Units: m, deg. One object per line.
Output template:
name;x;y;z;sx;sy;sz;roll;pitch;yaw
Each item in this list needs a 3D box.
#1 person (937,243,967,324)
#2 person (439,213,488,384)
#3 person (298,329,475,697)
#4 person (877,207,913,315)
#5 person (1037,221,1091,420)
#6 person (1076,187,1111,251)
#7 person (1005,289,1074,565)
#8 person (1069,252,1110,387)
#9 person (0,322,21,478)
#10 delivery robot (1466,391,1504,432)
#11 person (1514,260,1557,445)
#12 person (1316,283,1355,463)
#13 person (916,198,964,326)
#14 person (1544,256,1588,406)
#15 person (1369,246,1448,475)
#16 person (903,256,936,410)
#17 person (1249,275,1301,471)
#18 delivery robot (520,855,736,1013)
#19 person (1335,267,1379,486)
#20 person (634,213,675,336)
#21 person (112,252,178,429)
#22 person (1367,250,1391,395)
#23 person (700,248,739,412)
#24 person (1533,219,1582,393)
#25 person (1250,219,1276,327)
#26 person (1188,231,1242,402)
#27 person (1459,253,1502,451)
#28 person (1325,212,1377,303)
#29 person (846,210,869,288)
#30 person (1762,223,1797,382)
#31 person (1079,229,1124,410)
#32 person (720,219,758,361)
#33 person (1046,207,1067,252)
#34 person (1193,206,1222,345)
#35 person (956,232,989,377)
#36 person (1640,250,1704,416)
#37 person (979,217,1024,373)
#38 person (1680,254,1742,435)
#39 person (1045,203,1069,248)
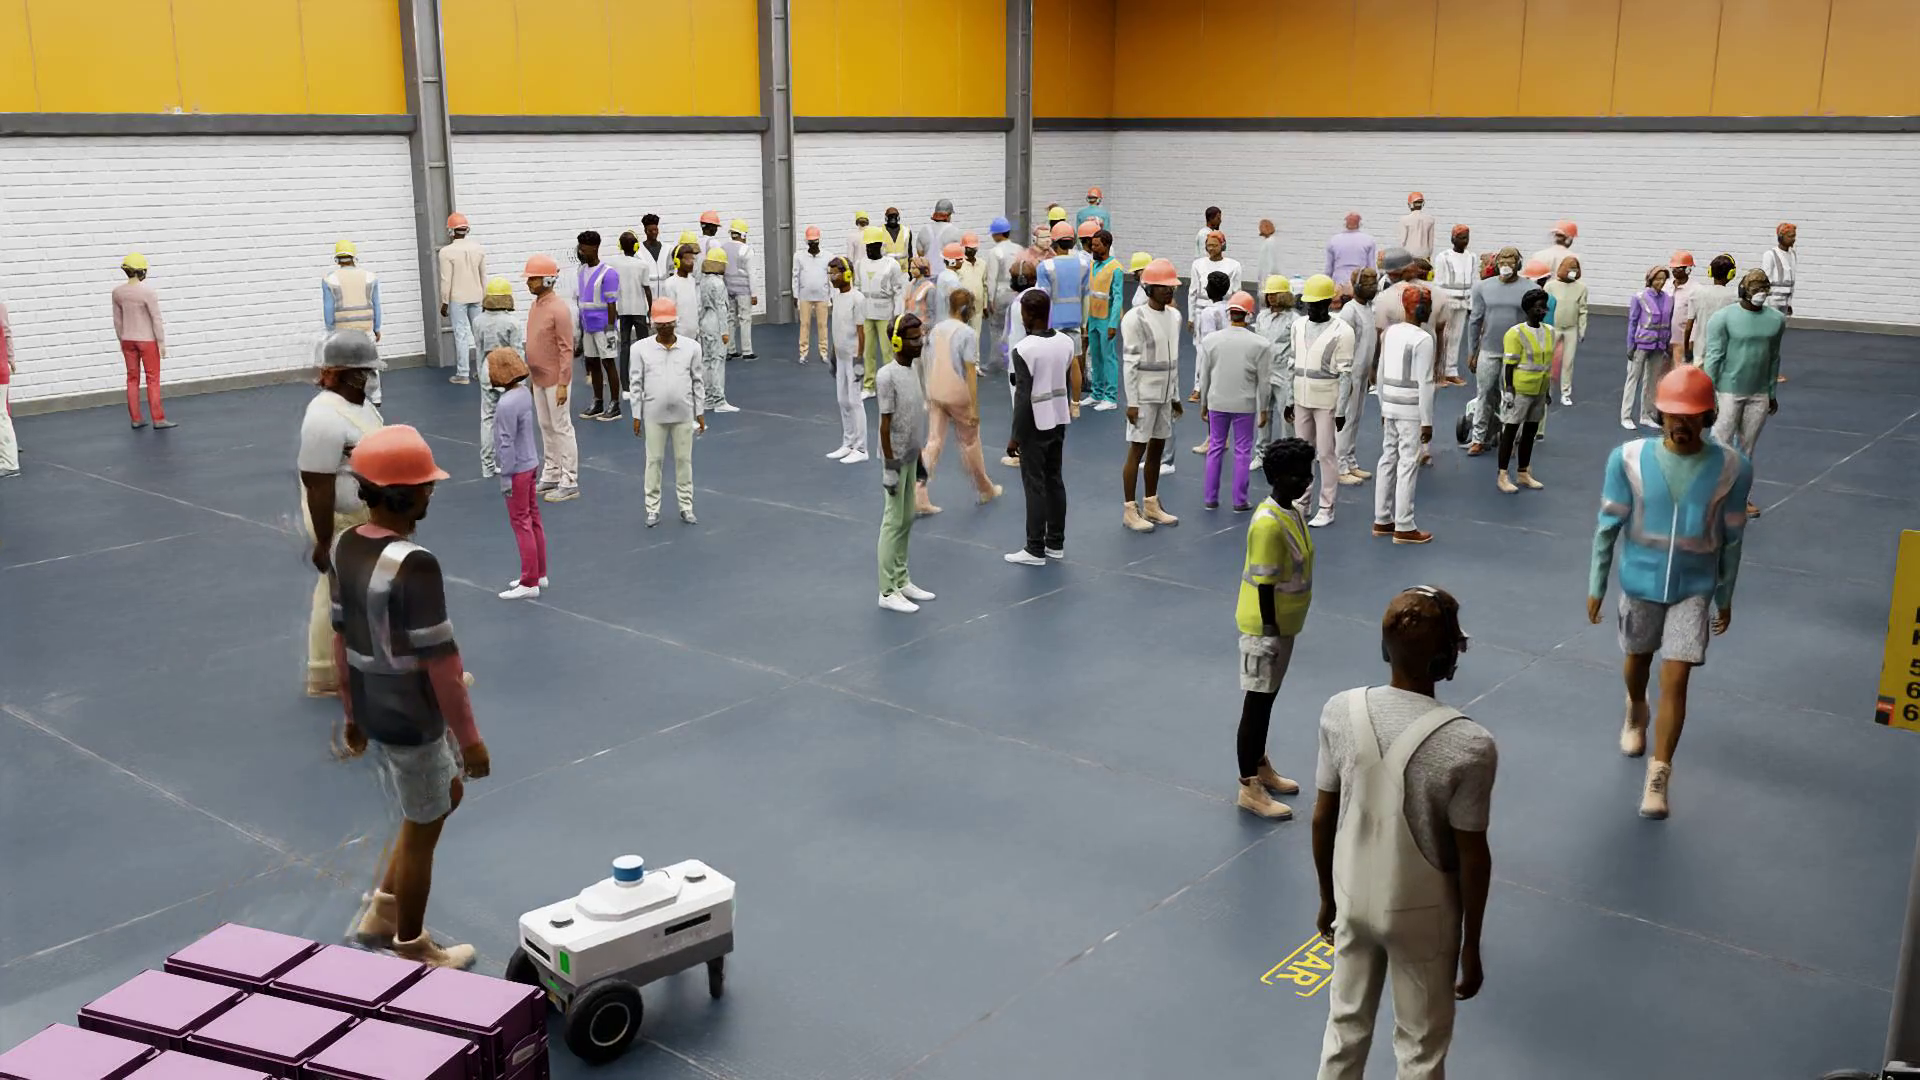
person;-0.081;-2.369;18.221;0.329;1.753;0.560;-3;14;-12
person;-5.857;-2.846;19.638;0.378;1.995;0.609;12;18;39
person;-3.052;-0.134;8.709;0.986;2.000;0.694;-2;14;-10
person;-0.981;-3.925;24.262;0.633;1.841;0.429;-4;14;-14
person;1.040;-2.237;17.110;0.607;2.044;0.372;-7;15;-24
person;2.224;-4.850;27.648;0.611;1.994;0.379;7;16;25
person;0.557;-0.777;11.537;0.393;1.915;0.591;11;18;38
person;1.450;-2.602;19.127;0.657;1.766;0.877;-9;17;-32
person;-8.448;-1.412;14.429;0.349;1.740;0.573;-12;18;-39
delivery robot;5.157;-1.278;16.103;0.477;0.478;0.707;9;16;31
person;5.452;-1.786;15.892;0.342;1.750;0.568;12;18;39
person;3.370;-1.466;14.838;0.308;1.645;0.516;-2;14;-8
person;-0.211;-3.616;22.624;0.688;2.000;0.536;7;16;27
person;6.552;-2.269;18.092;0.507;1.628;0.278;1;14;2
person;3.833;-1.571;14.451;0.709;2.000;0.544;-5;15;-18
person;-0.426;-2.218;17.850;0.308;1.641;0.511;-9;17;-33
person;2.742;-1.434;14.505;0.493;1.743;0.301;13;19;42
delivery robot;-1.125;1.324;5.707;0.707;0.478;0.477;-12;18;-39
person;3.366;-1.393;14.136;0.329;1.844;0.515;8;16;30
person;-3.725;-2.980;20.233;0.610;1.965;0.364;-8;16;-30
person;-8.205;-1.992;16.694;0.532;1.767;0.325;3;14;13
person;4.796;-2.464;18.835;0.307;1.640;0.520;1;14;5
person;-2.585;-2.236;17.729;0.305;1.736;0.484;-9;17;-32
person;6.706;-2.618;18.790;0.633;1.970;0.499;13;19;41
person;4.629;-4.004;25.010;0.414;1.623;0.517;-2;14;-7
person;2.778;-2.432;18.211;0.584;1.882;0.337;6;15;23
person;4.961;-1.755;15.577;0.389;1.847;0.563;9;17;32
person;5.191;-3.404;22.083;0.687;1.880;0.719;5;15;20
person;-1.449;-4.033;24.850;0.532;1.765;0.328;-5;15;-20
person;9.657;-2.795;19.666;0.585;1.879;0.340;-10;17;-34
person;1.534;-2.348;17.854;0.391;1.895;0.593;-8;16;-28
person;-2.850;-3.226;21.508;0.593;1.824;0.403;9;17;32
person;1.329;-3.524;22.487;0.384;1.925;0.593;4;14;14
person;3.419;-3.653;23.049;0.396;1.911;0.588;6;15;22
person;0.116;-2.820;20.023;0.563;1.752;0.328;-9;17;-33
person;7.384;-2.112;17.194;0.324;1.752;0.560;-9;17;-31
person;0.549;-2.978;20.343;0.668;1.907;0.673;-12;18;-39
person;6.866;-1.668;15.191;0.535;1.868;0.309;11;18;38
person;1.746;-5.279;30.128;0.526;1.630;0.342;9;17;33
